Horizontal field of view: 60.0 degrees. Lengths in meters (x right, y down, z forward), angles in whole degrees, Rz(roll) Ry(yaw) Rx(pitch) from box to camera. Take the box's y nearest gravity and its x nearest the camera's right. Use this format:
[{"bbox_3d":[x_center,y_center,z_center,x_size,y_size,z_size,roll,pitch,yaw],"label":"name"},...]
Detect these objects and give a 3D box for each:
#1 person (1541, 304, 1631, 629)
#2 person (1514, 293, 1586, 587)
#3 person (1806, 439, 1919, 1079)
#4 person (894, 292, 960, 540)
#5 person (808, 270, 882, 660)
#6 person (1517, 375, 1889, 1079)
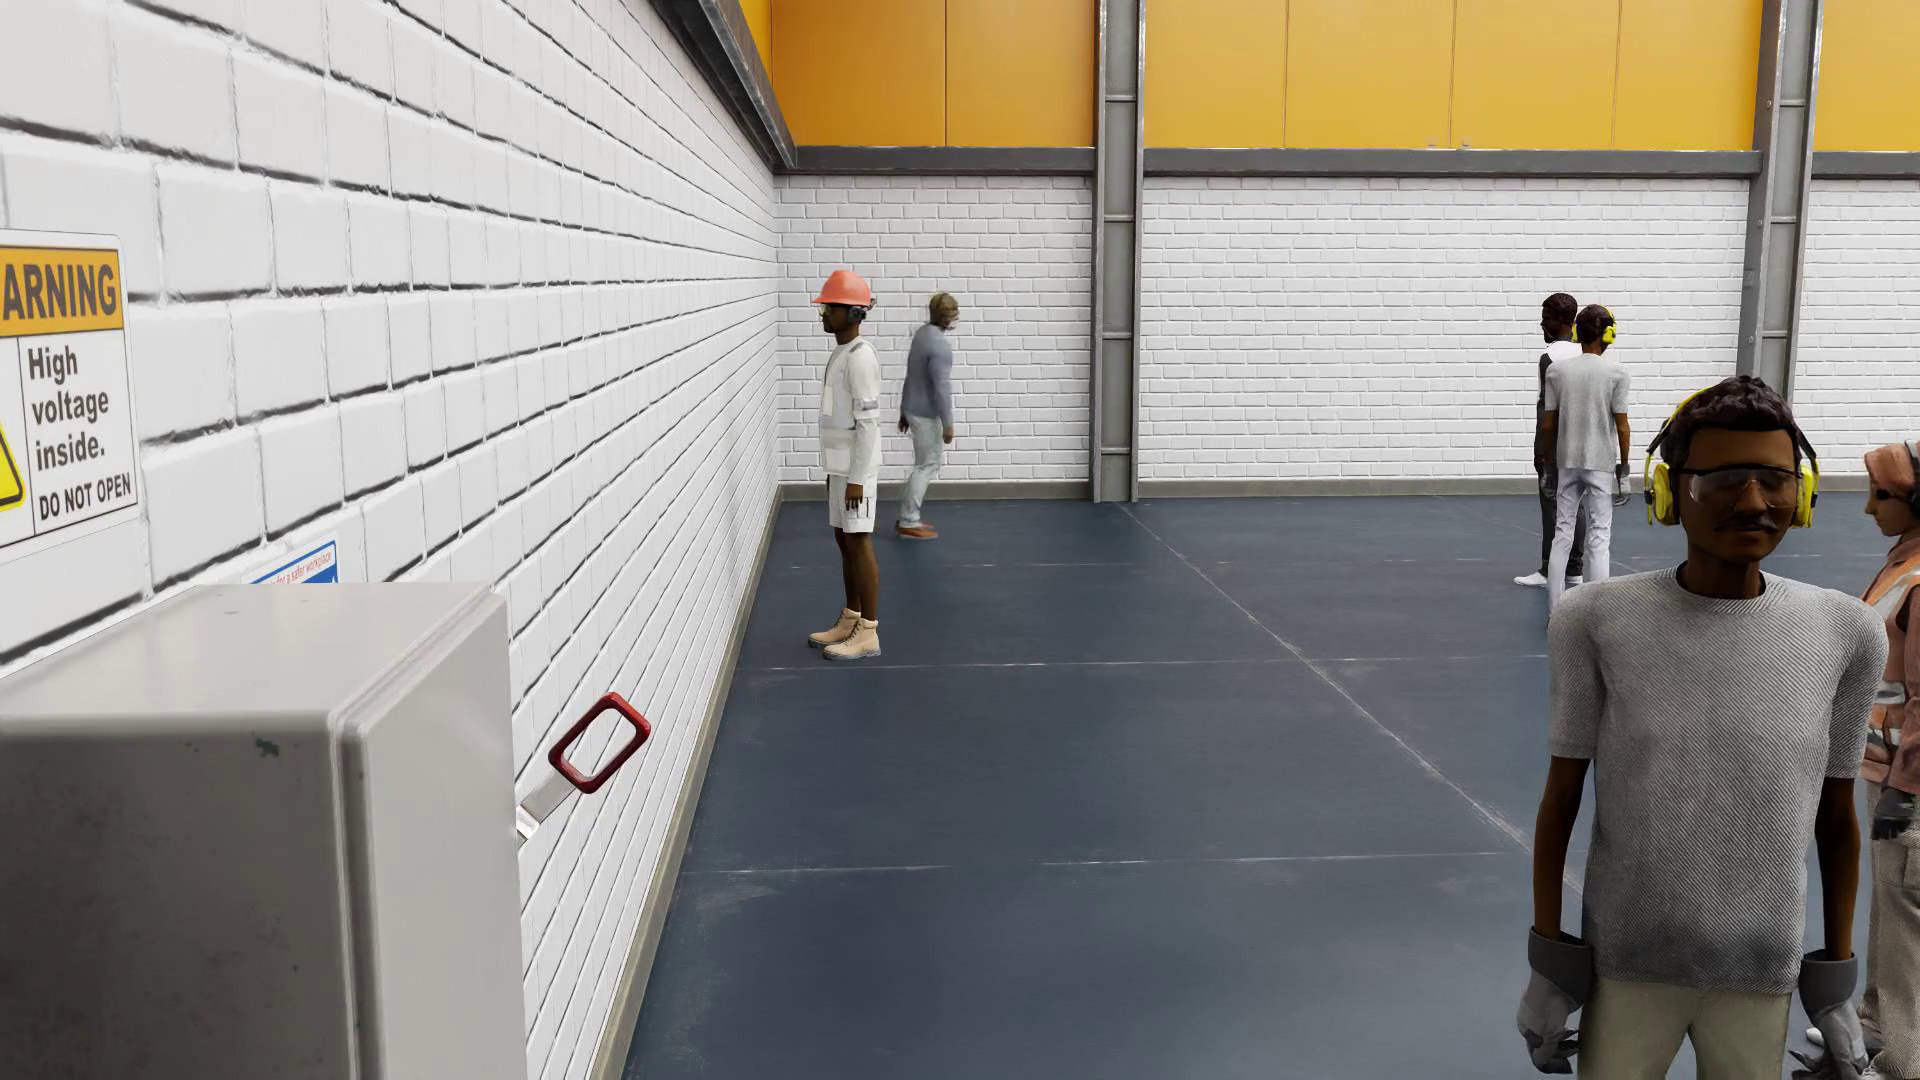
[{"bbox_3d":[3.514,-0.383,9.319,0.510,1.865,0.329,8,12,41],"label":"person"},{"bbox_3d":[3.902,-0.637,10.778,0.587,1.911,0.397,-9,13,-43],"label":"person"},{"bbox_3d":[2.302,0.565,4.067,0.310,1.640,0.514,4,10,24],"label":"person"},{"bbox_3d":[-0.251,-0.931,12.645,0.515,1.896,0.651,-2,9,-12],"label":"person"},{"bbox_3d":[-0.604,-0.393,8.809,0.368,2.048,0.607,-3,9,-17],"label":"person"},{"bbox_3d":[1.146,0.682,2.598,0.514,1.876,0.328,2,9,9],"label":"person"}]
